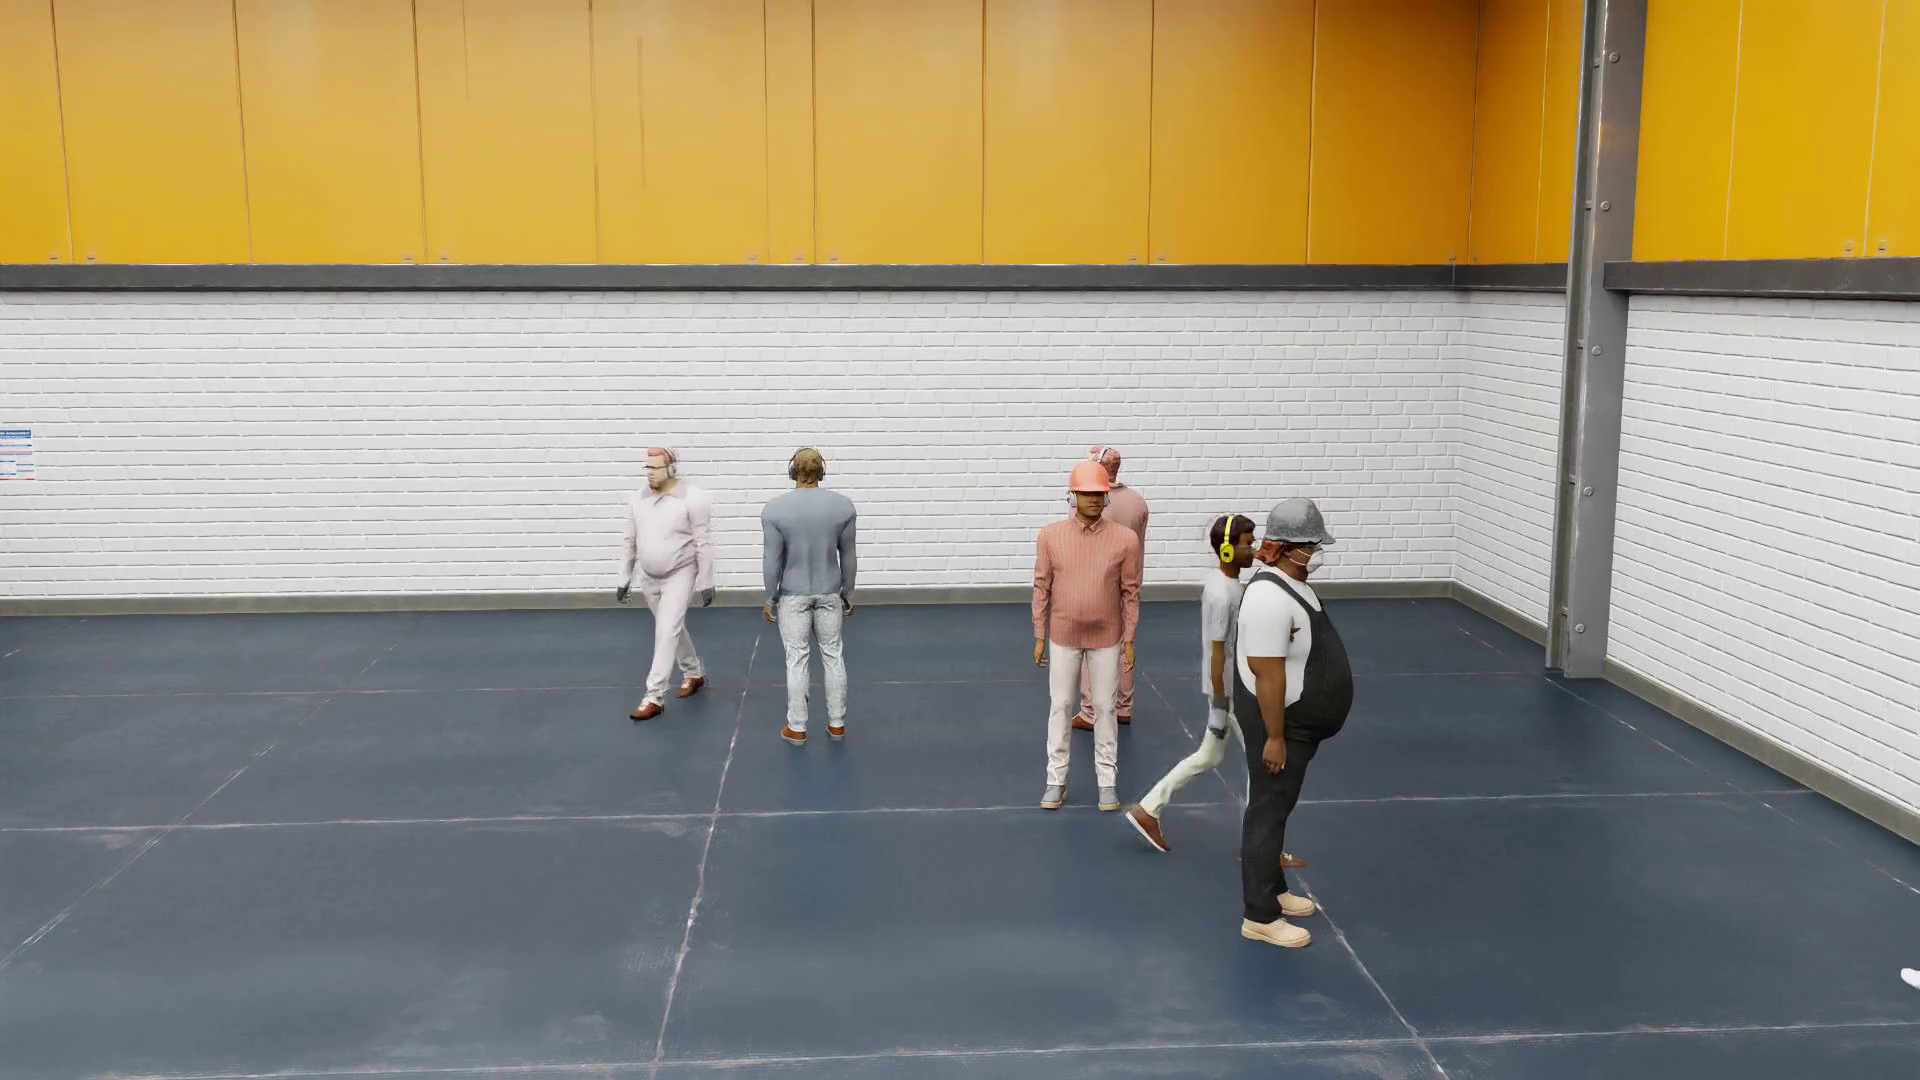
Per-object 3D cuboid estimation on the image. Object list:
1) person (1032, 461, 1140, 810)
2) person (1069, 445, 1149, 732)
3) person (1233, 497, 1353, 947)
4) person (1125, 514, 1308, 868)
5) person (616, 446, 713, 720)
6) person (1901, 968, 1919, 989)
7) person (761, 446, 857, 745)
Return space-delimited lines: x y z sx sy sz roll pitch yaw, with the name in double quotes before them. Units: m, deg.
"person" 0.711 0.543 9.446 0.612 1.997 0.375 1 9 6
"person" 0.943 0.319 11.115 0.651 1.912 0.409 -7 11 -35
"person" 1.529 0.809 7.640 0.535 2.000 0.685 3 9 16
"person" 1.330 0.765 8.588 0.918 1.836 0.517 1 9 9
"person" -2.063 0.264 11.656 0.661 1.862 0.993 5 10 27
"person" 4.187 1.047 6.637 0.593 1.892 0.830 -3 10 -19
"person" -0.974 0.360 10.774 0.630 1.938 0.369 -3 10 -19
